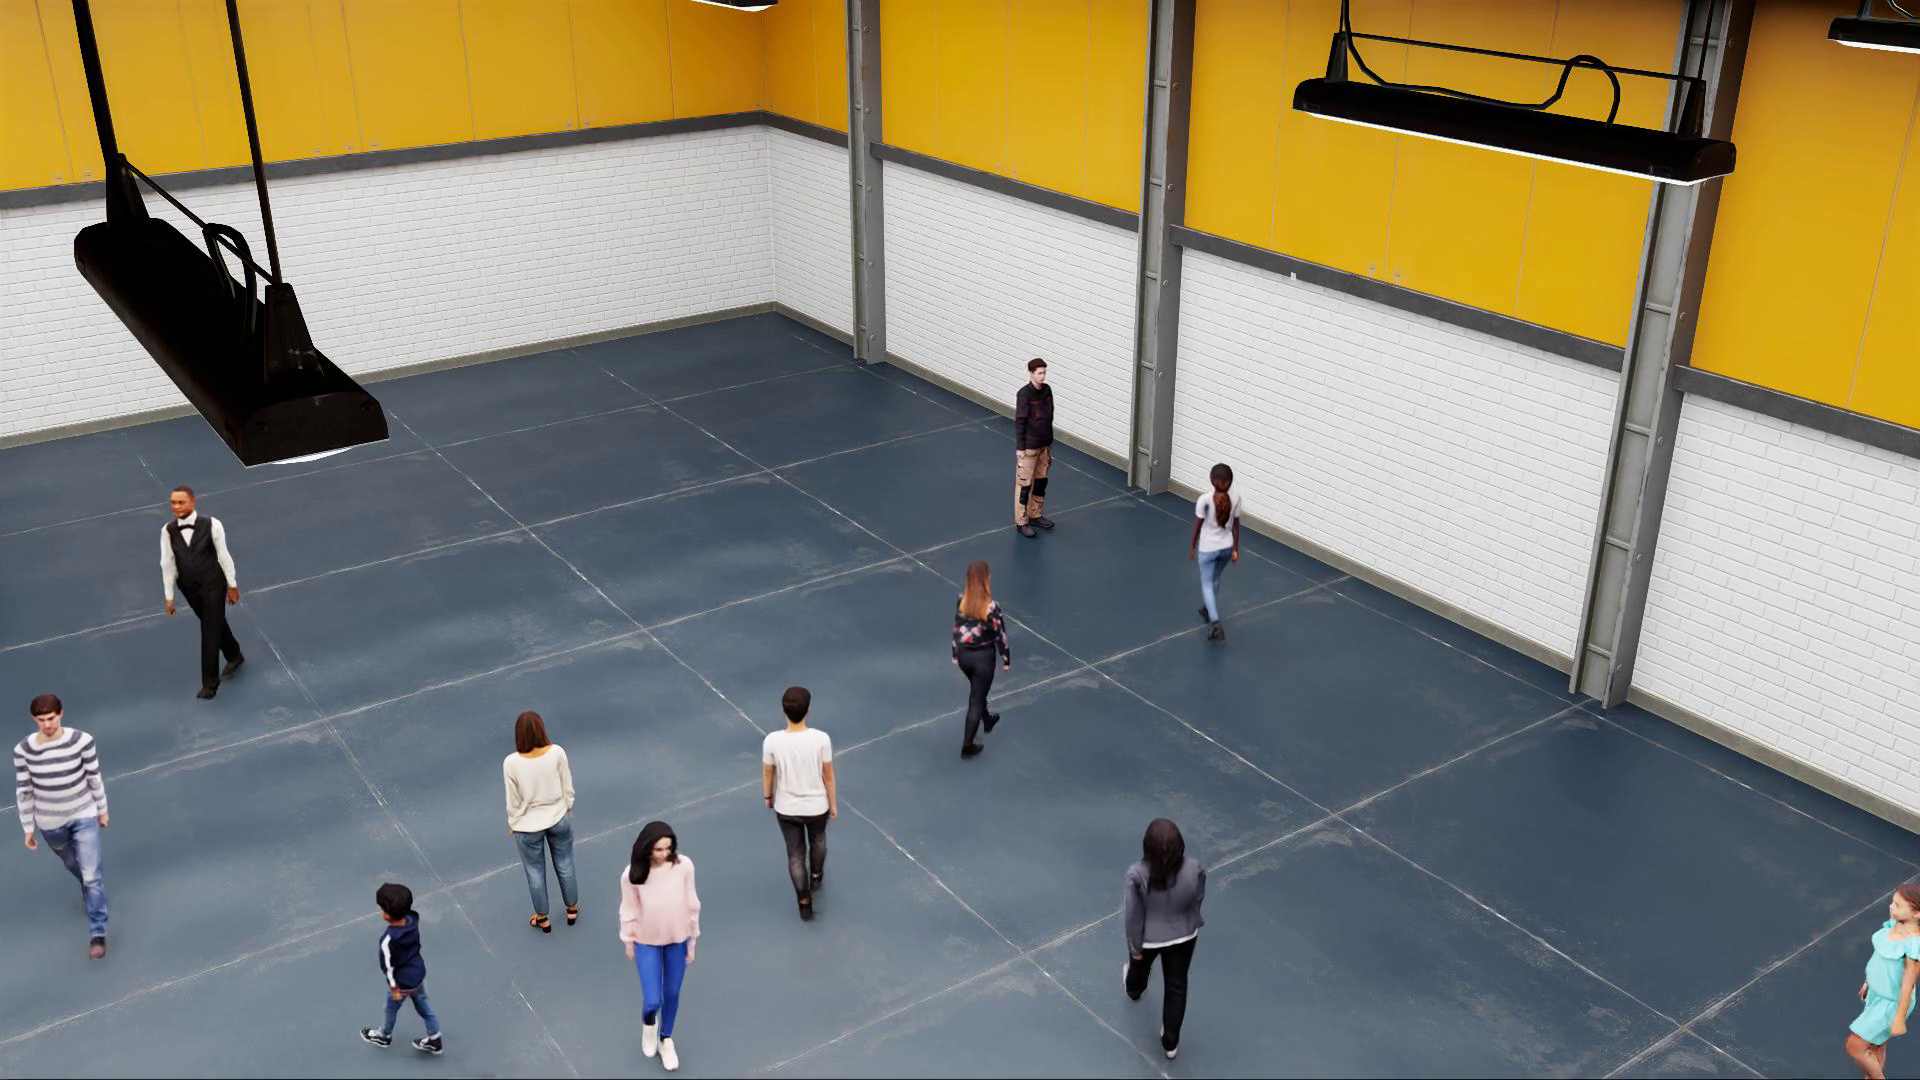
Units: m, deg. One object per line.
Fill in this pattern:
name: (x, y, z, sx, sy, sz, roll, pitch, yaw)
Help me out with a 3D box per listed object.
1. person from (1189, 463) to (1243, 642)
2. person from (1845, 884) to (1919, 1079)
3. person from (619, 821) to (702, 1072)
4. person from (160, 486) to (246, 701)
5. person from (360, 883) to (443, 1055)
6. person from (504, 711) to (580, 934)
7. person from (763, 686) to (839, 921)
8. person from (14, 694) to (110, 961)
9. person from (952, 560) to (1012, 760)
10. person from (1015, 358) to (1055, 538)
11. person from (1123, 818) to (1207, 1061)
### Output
person: (2.368, 0.134, 15.313, 0.827, 1.690, 1.112, -7, 24, -15)
person: (5.468, 2.677, 9.664, 0.732, 1.554, 0.676, 5, 24, 12)
person: (-1.810, 2.389, 10.075, 0.708, 1.753, 0.731, -7, 25, -17)
person: (-6.552, 0.391, 14.503, 1.164, 1.868, 1.330, 0, 24, 0)
person: (-3.345, 2.651, 10.167, 0.856, 1.199, 0.768, 7, 25, 16)
person: (-2.830, 1.905, 11.271, 0.655, 1.683, 0.605, -10, 25, -21)
person: (-1.089, 1.836, 11.401, 0.866, 1.705, 0.960, -2, 24, -6)
person: (-6.040, 1.841, 11.267, 0.933, 1.803, 1.279, -7, 24, -15)
person: (0.087, 0.993, 13.391, 0.932, 1.655, 0.860, 17, 29, 33)
person: (0.792, -1.009, 17.636, 0.664, 1.923, 0.750, 20, 31, 38)
person: (1.257, 2.457, 10.171, 0.977, 1.552, 1.130, -2, 24, -4)
